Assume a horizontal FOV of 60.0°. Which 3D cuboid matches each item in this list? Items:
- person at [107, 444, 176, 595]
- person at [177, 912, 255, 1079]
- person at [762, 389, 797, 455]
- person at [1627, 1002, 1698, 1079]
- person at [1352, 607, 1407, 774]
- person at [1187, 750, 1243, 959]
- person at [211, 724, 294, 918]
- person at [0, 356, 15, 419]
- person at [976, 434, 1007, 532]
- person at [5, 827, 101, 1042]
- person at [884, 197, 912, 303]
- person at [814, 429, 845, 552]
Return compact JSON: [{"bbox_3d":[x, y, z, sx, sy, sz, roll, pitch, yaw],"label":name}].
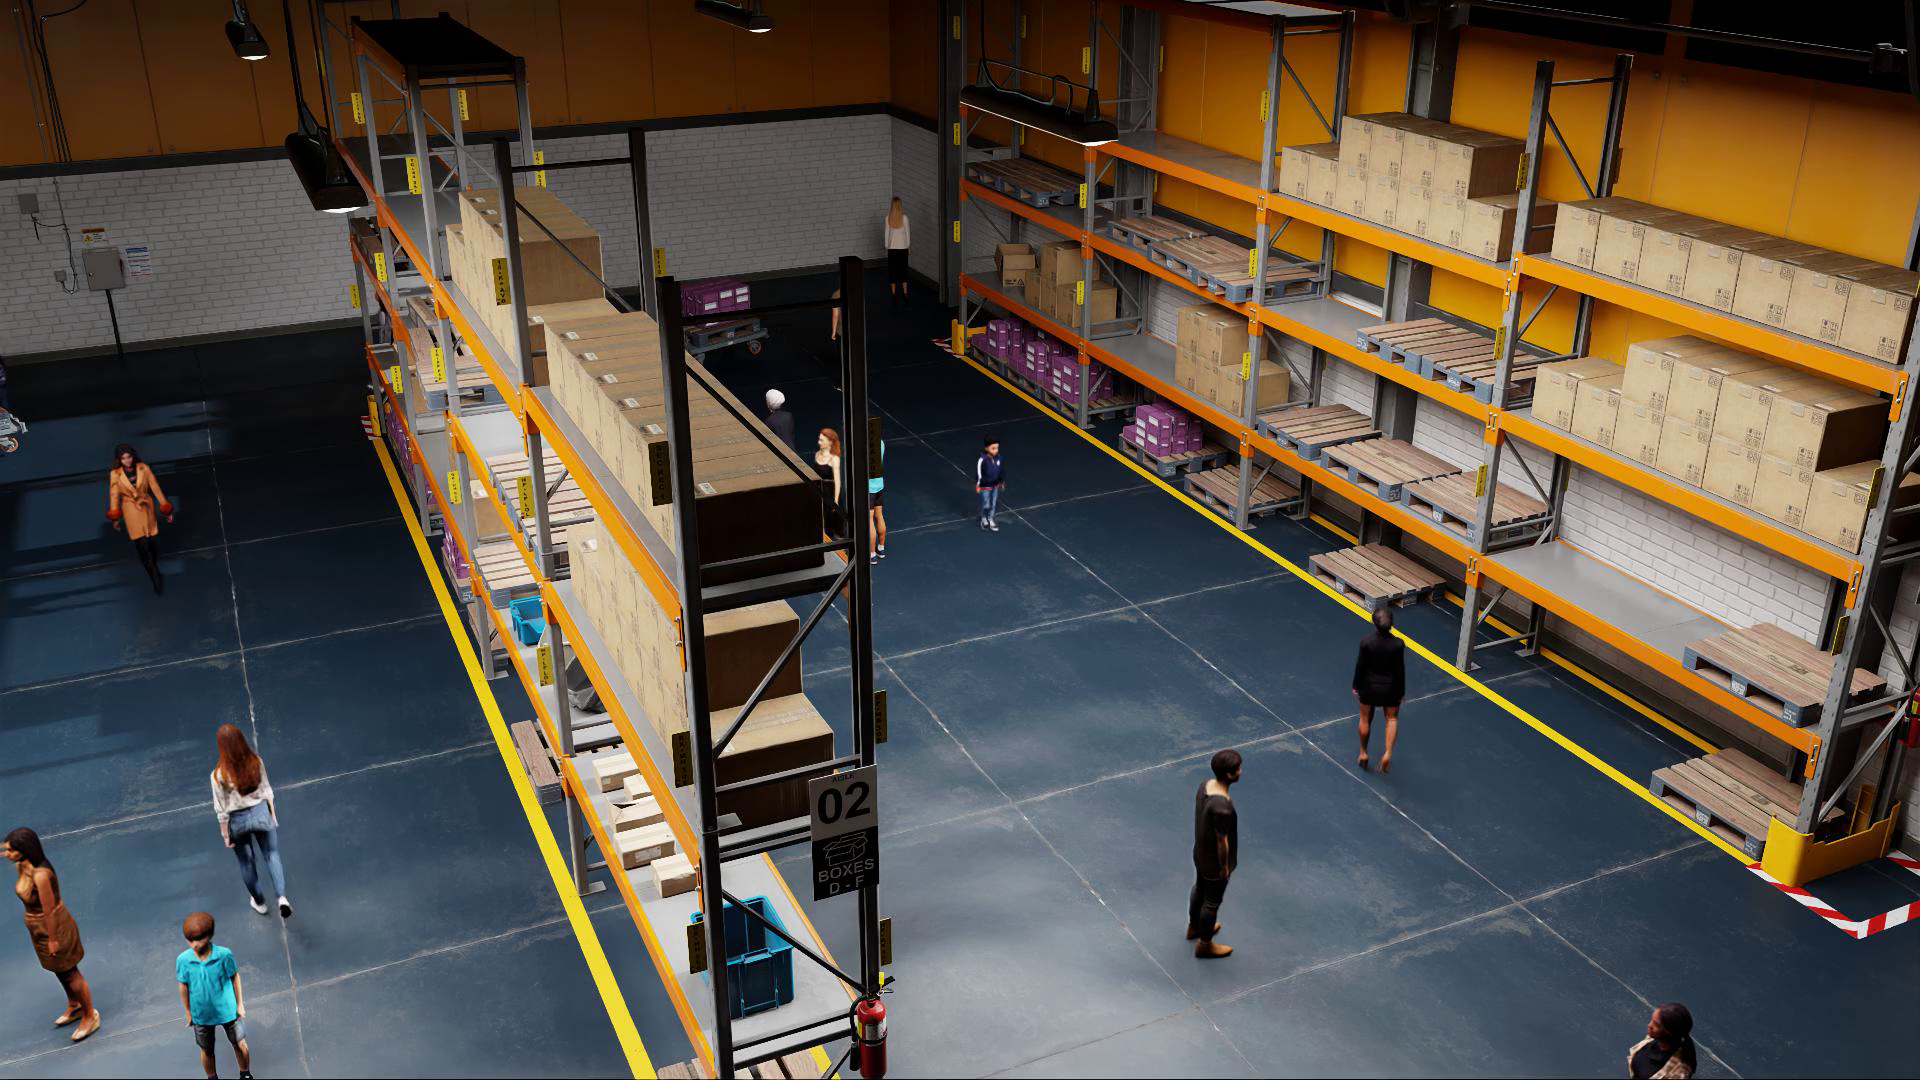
[{"bbox_3d":[-9.118,-0.279,18.426,0.929,1.693,1.036,-19,30,-37],"label":"person"},{"bbox_3d":[-4.946,3.085,11.036,0.556,1.448,0.536,-6,24,-13],"label":"person"},{"bbox_3d":[-2.017,-0.907,19.054,0.815,1.781,0.705,-22,32,-40],"label":"person"},{"bbox_3d":[4.058,3.445,9.780,0.721,1.794,0.607,-1,24,-1],"label":"person"},{"bbox_3d":[3.718,1.364,14.740,0.734,1.635,0.779,5,24,12],"label":"person"},{"bbox_3d":[1.888,2.326,12.444,0.724,1.711,0.560,-4,24,-9],"label":"person"},{"bbox_3d":[-5.411,2.194,12.737,0.708,1.718,0.933,-18,29,-35],"label":"person"},{"bbox_3d":[-13.583,-2.278,23.559,0.615,1.244,0.500,-4,24,-9],"label":"person"},{"bbox_3d":[0.339,-0.709,20.002,0.544,1.219,0.512,-12,27,-26],"label":"person"},{"bbox_3d":[-6.316,2.720,11.577,0.589,1.684,0.699,17,29,34],"label":"person"},{"bbox_3d":[-1.093,-5.093,29.232,0.689,1.858,0.694,2,24,5],"label":"person"},{"bbox_3d":[-1.487,-0.500,19.020,0.668,1.621,0.762,17,29,34],"label":"person"}]
